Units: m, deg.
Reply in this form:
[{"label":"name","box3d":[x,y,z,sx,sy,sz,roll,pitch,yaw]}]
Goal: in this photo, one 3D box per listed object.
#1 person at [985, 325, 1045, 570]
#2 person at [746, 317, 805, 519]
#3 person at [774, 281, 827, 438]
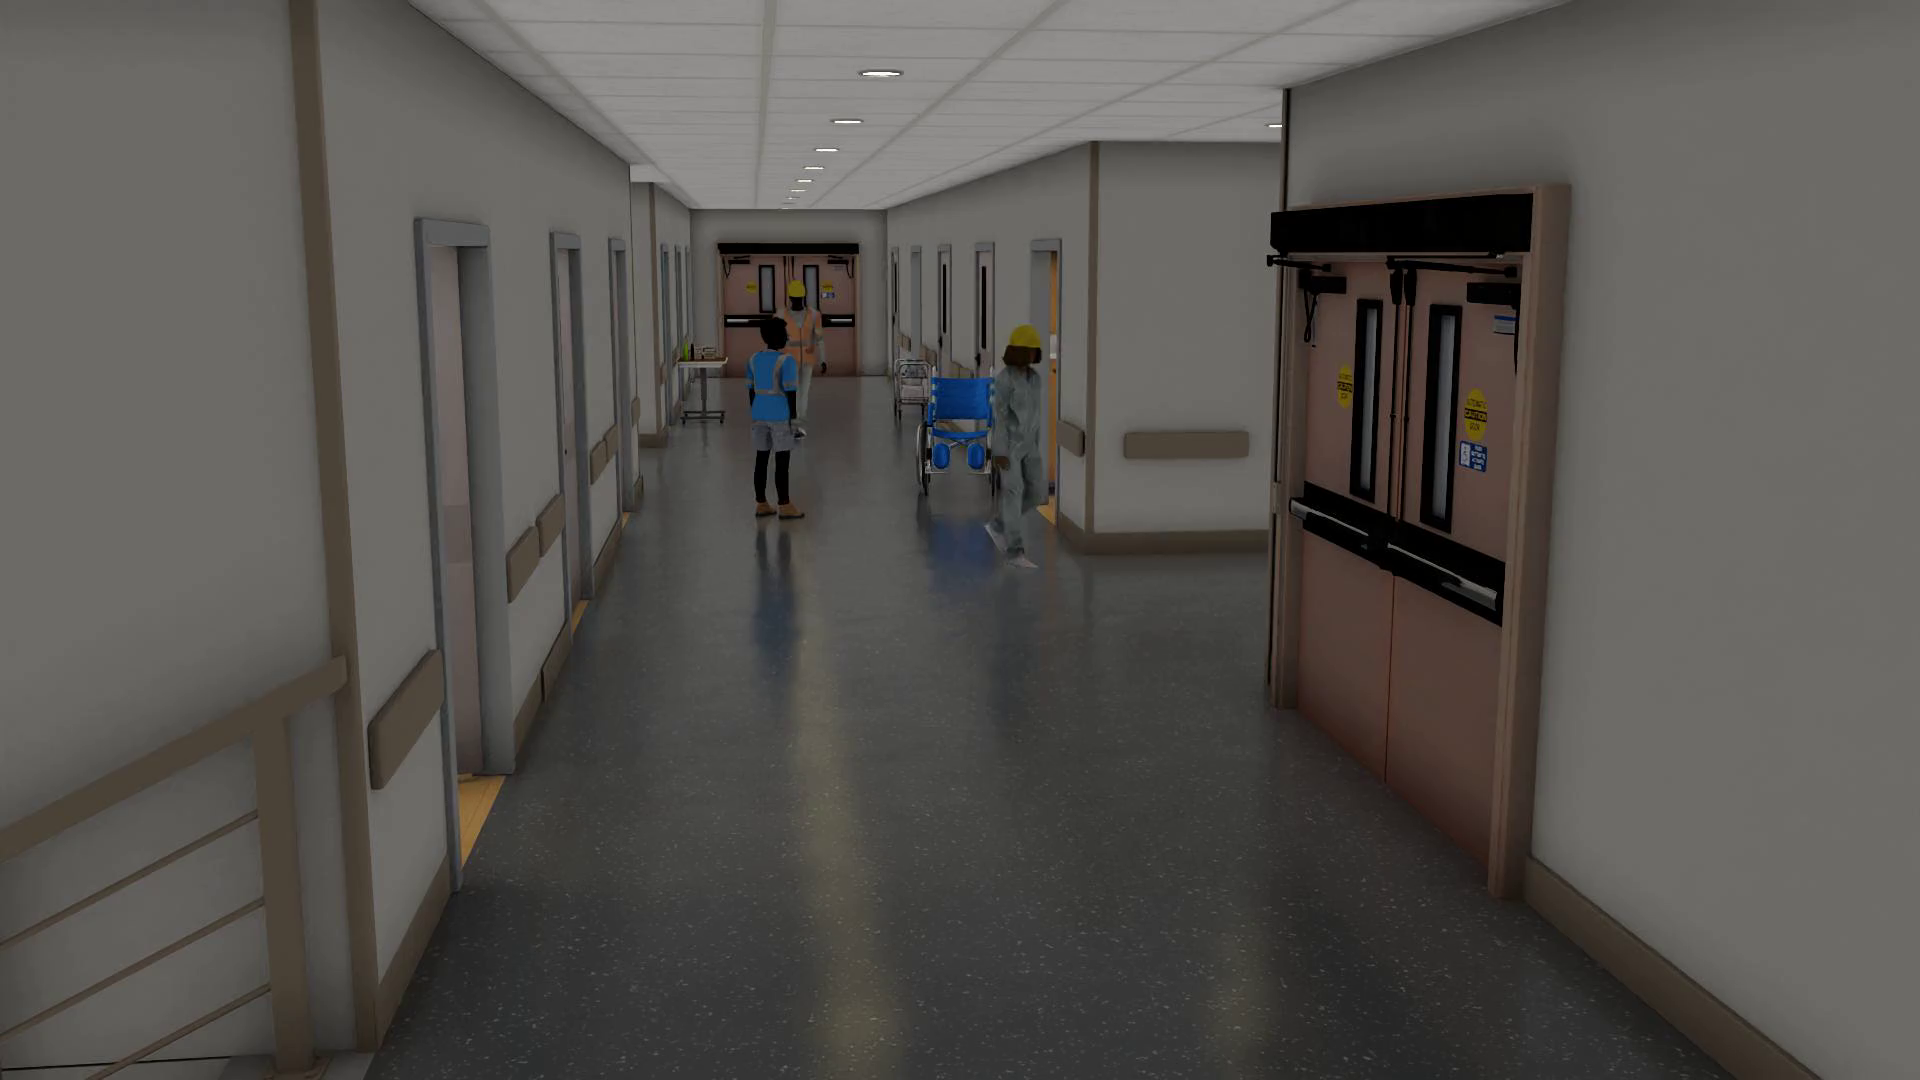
[{"label":"person","box3d":[0.375,-0.658,11.768,0.491,1.731,0.492,9,13,41]},{"label":"person","box3d":[-1.565,-1.023,13.980,0.536,1.699,0.322,7,12,37]},{"label":"person","box3d":[-1.916,-2.159,20.038,0.596,1.884,0.948,-3,10,-18]}]
